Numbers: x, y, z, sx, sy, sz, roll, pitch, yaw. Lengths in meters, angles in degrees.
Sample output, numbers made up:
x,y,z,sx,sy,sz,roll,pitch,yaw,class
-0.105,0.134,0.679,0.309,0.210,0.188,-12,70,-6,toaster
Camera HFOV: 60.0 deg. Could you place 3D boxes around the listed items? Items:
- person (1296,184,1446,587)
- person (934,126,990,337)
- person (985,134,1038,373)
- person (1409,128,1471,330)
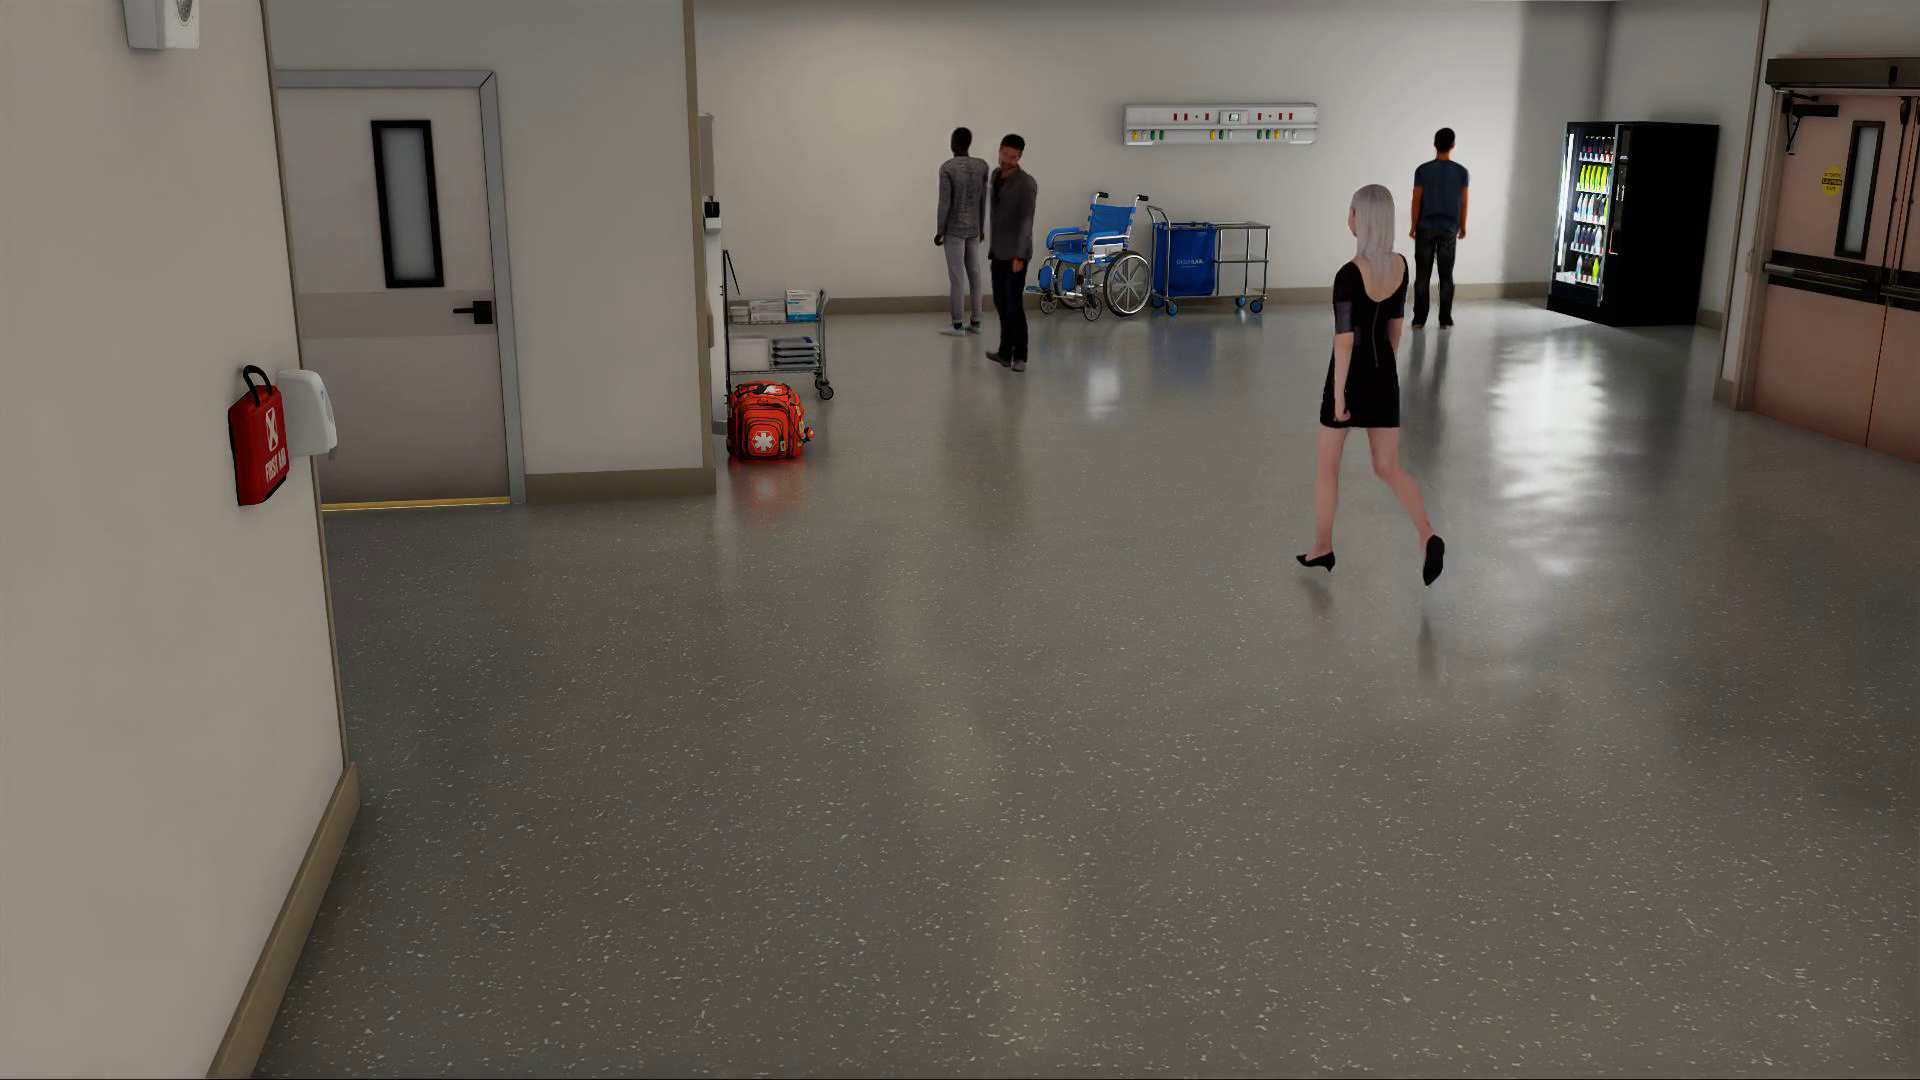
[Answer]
x,y,z,sx,sy,sz,roll,pitch,yaw,class
1.881,-0.647,7.449,0.815,1.803,1.162,-8,18,-26,person
0.026,-2.767,14.902,0.758,1.838,0.721,-11,19,-35,person
0.383,-2.244,13.040,1.027,1.843,0.707,-5,17,-18,person
4.389,-2.859,15.283,0.732,1.810,0.686,4,16,12,person
